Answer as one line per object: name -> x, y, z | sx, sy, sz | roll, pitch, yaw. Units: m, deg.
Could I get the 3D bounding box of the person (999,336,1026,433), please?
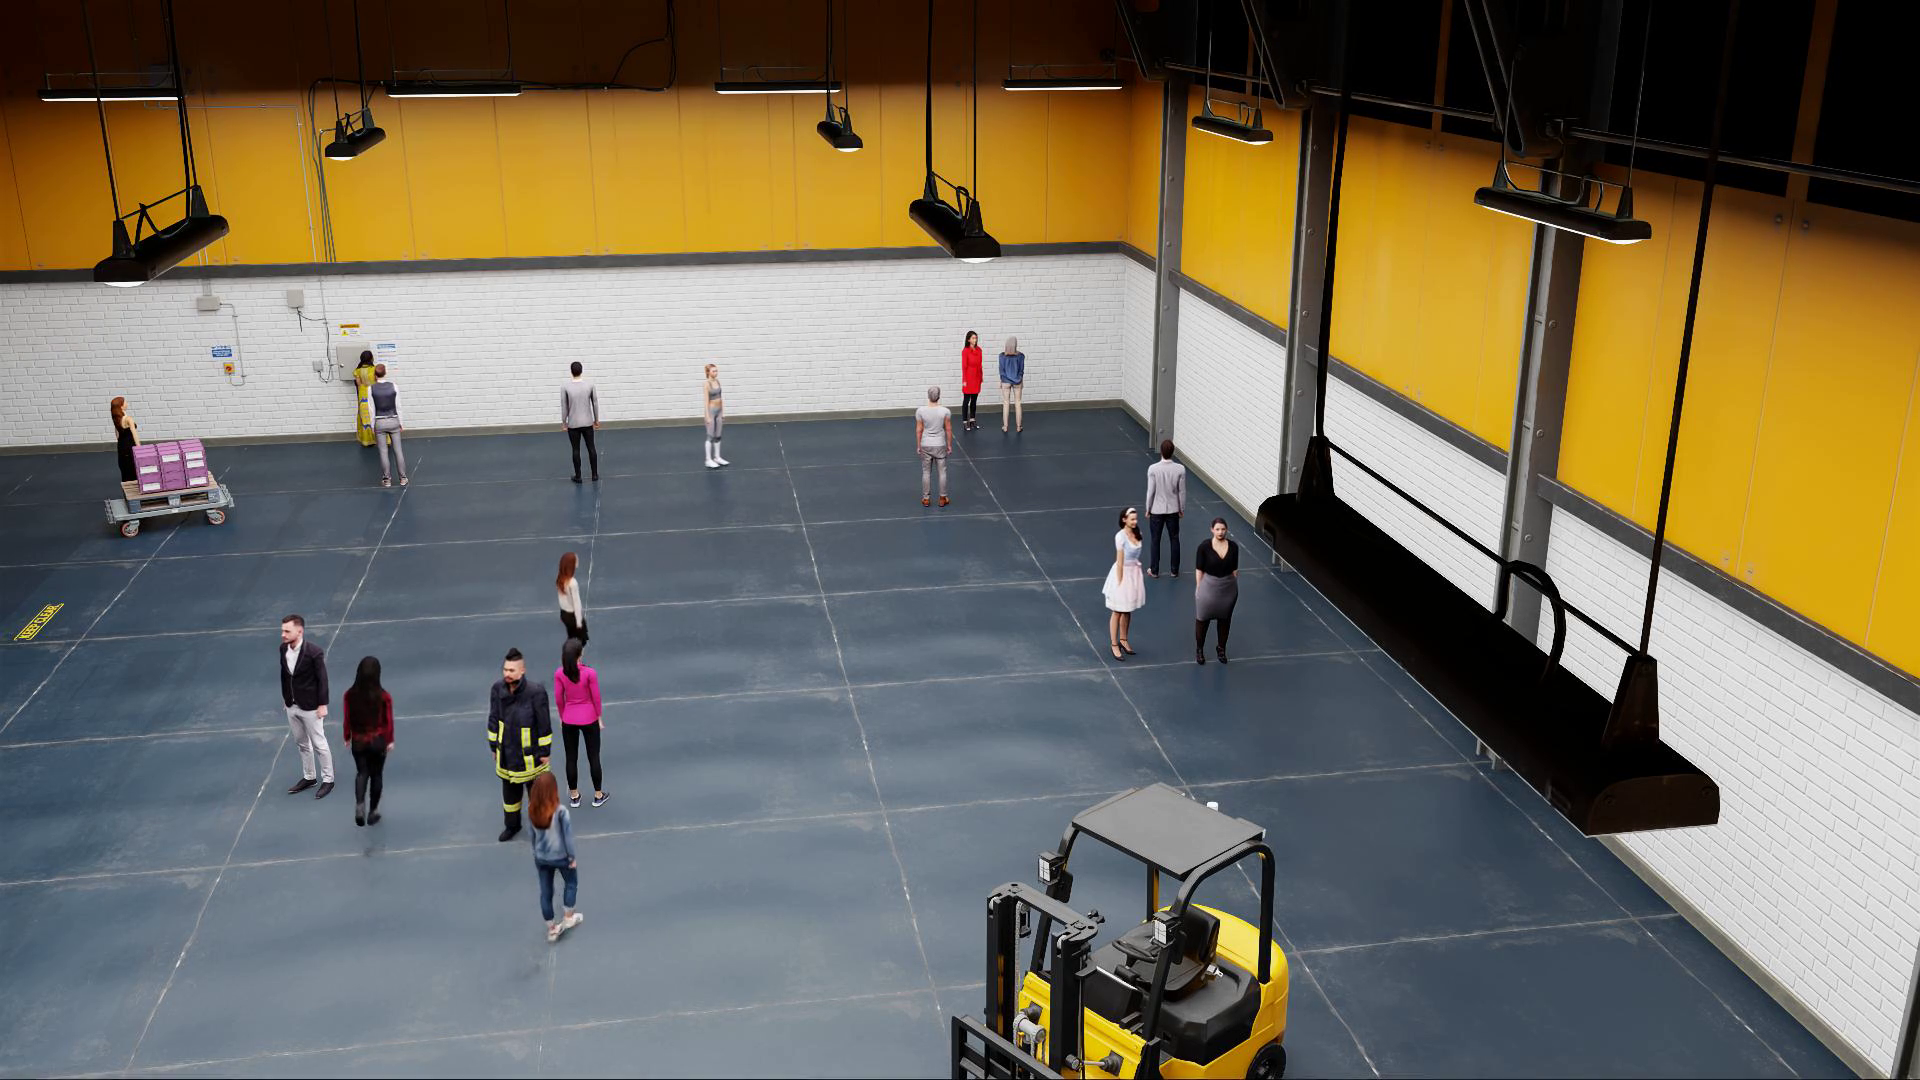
person -> 0.907, -2.732, 29.028 | 0.641, 1.697, 0.605 | 0, 19, -1

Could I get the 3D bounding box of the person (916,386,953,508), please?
person -> -0.390, -1.403, 24.873 | 0.735, 1.831, 0.636 | 1, 19, 2

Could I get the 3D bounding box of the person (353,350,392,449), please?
person -> -9.926, -2.387, 28.064 | 0.932, 1.659, 0.879 | 2, 19, 4

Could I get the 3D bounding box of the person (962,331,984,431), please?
person -> 0.208, -2.806, 29.171 | 0.728, 1.747, 0.764 | -15, 24, -38

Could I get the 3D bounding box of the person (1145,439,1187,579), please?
person -> 2.696, -0.413, 21.905 | 0.694, 1.850, 0.575 | -2, 19, -5

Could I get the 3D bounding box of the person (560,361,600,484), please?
person -> -5.954, -1.853, 26.067 | 0.801, 1.921, 0.709 | -8, 20, -23

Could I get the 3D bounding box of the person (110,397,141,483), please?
person -> -12.564, -1.374, 25.109 | 0.676, 1.625, 0.719 | 8, 20, 24

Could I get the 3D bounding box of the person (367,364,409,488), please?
person -> -8.928, -1.803, 25.895 | 0.694, 1.937, 0.633 | -7, 20, -20

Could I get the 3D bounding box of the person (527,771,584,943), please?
person -> -3.354, 2.605, 13.542 | 0.704, 1.467, 0.746 | 5, 19, 13

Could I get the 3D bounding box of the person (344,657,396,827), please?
person -> -5.454, 1.916, 15.328 | 0.677, 1.633, 0.807 | -2, 19, -7

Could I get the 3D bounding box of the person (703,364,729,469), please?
person -> -4.004, -2.030, 26.938 | 0.692, 1.701, 0.624 | 11, 22, 30

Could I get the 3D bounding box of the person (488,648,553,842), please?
person -> -3.991, 1.859, 15.142 | 0.847, 1.860, 0.835 | 4, 19, 11

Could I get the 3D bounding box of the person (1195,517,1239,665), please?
person -> 2.937, 0.573, 19.118 | 0.666, 1.760, 0.612 | -2, 19, -7

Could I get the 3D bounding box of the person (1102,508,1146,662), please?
person -> 1.920, 0.489, 19.277 | 0.904, 1.818, 0.853 | 16, 25, 40

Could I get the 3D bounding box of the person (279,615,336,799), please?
person -> -6.298, 1.574, 16.014 | 0.744, 1.843, 0.743 | 7, 20, 21

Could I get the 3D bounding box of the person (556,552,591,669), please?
person -> -4.425, 0.866, 18.690 | 0.758, 1.477, 0.704 | -17, 25, -40

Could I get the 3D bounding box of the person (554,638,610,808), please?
person -> -3.613, 1.726, 15.791 | 0.631, 1.698, 0.632 | 1, 19, 3
